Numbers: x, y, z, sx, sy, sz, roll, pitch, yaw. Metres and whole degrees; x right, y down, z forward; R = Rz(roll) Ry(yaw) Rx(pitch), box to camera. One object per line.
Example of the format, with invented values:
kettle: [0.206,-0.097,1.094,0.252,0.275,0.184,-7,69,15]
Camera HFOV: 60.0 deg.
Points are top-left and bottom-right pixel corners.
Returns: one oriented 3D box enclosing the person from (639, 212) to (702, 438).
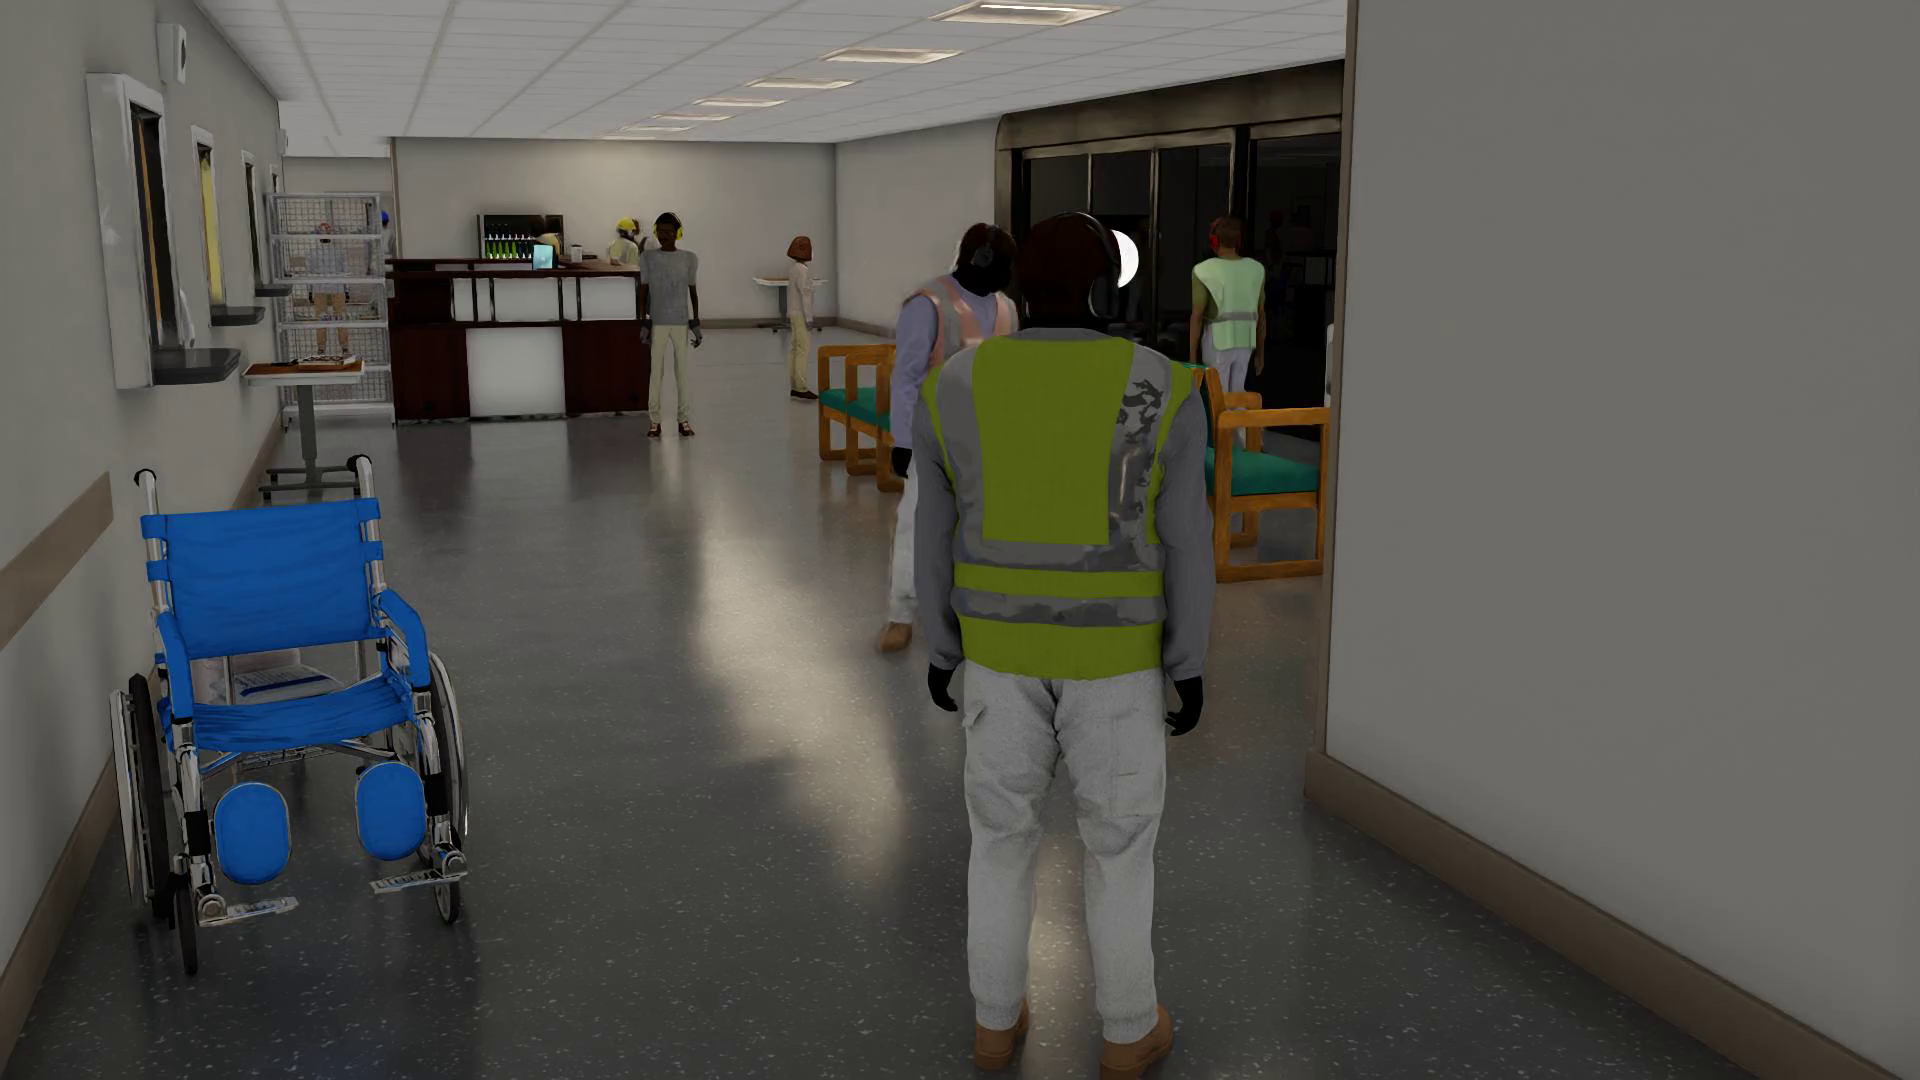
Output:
person: [-2.414,-1.784,13.862,0.519,1.865,0.331,-3,11,-13]

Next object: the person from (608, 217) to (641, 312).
person: [-4.601,-3.478,22.680,0.605,1.819,0.555,10,15,41]

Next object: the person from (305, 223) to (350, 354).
person: [-8.457,-3.363,22.274,0.563,1.742,0.361,-4,12,-20]

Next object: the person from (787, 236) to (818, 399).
person: [-1.585,-2.235,16.763,0.284,1.633,0.500,-4,12,-20]

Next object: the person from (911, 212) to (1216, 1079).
person: [0.223,0.239,3.538,0.633,1.839,0.429,3,11,15]

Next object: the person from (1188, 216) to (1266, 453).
person: [1.845,-1.288,11.391,0.574,1.829,0.452,-5,12,-26]

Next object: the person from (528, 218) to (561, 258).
person: [-6.045,-3.798,24.351,0.748,1.799,0.645,1,11,6]

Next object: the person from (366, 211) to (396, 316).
person: [-10.229,-4.873,29.535,0.625,1.928,0.624,0,11,-1]

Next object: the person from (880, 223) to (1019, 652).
person: [-0.029,-0.423,7.056,0.686,1.807,0.496,-10,15,-40]
